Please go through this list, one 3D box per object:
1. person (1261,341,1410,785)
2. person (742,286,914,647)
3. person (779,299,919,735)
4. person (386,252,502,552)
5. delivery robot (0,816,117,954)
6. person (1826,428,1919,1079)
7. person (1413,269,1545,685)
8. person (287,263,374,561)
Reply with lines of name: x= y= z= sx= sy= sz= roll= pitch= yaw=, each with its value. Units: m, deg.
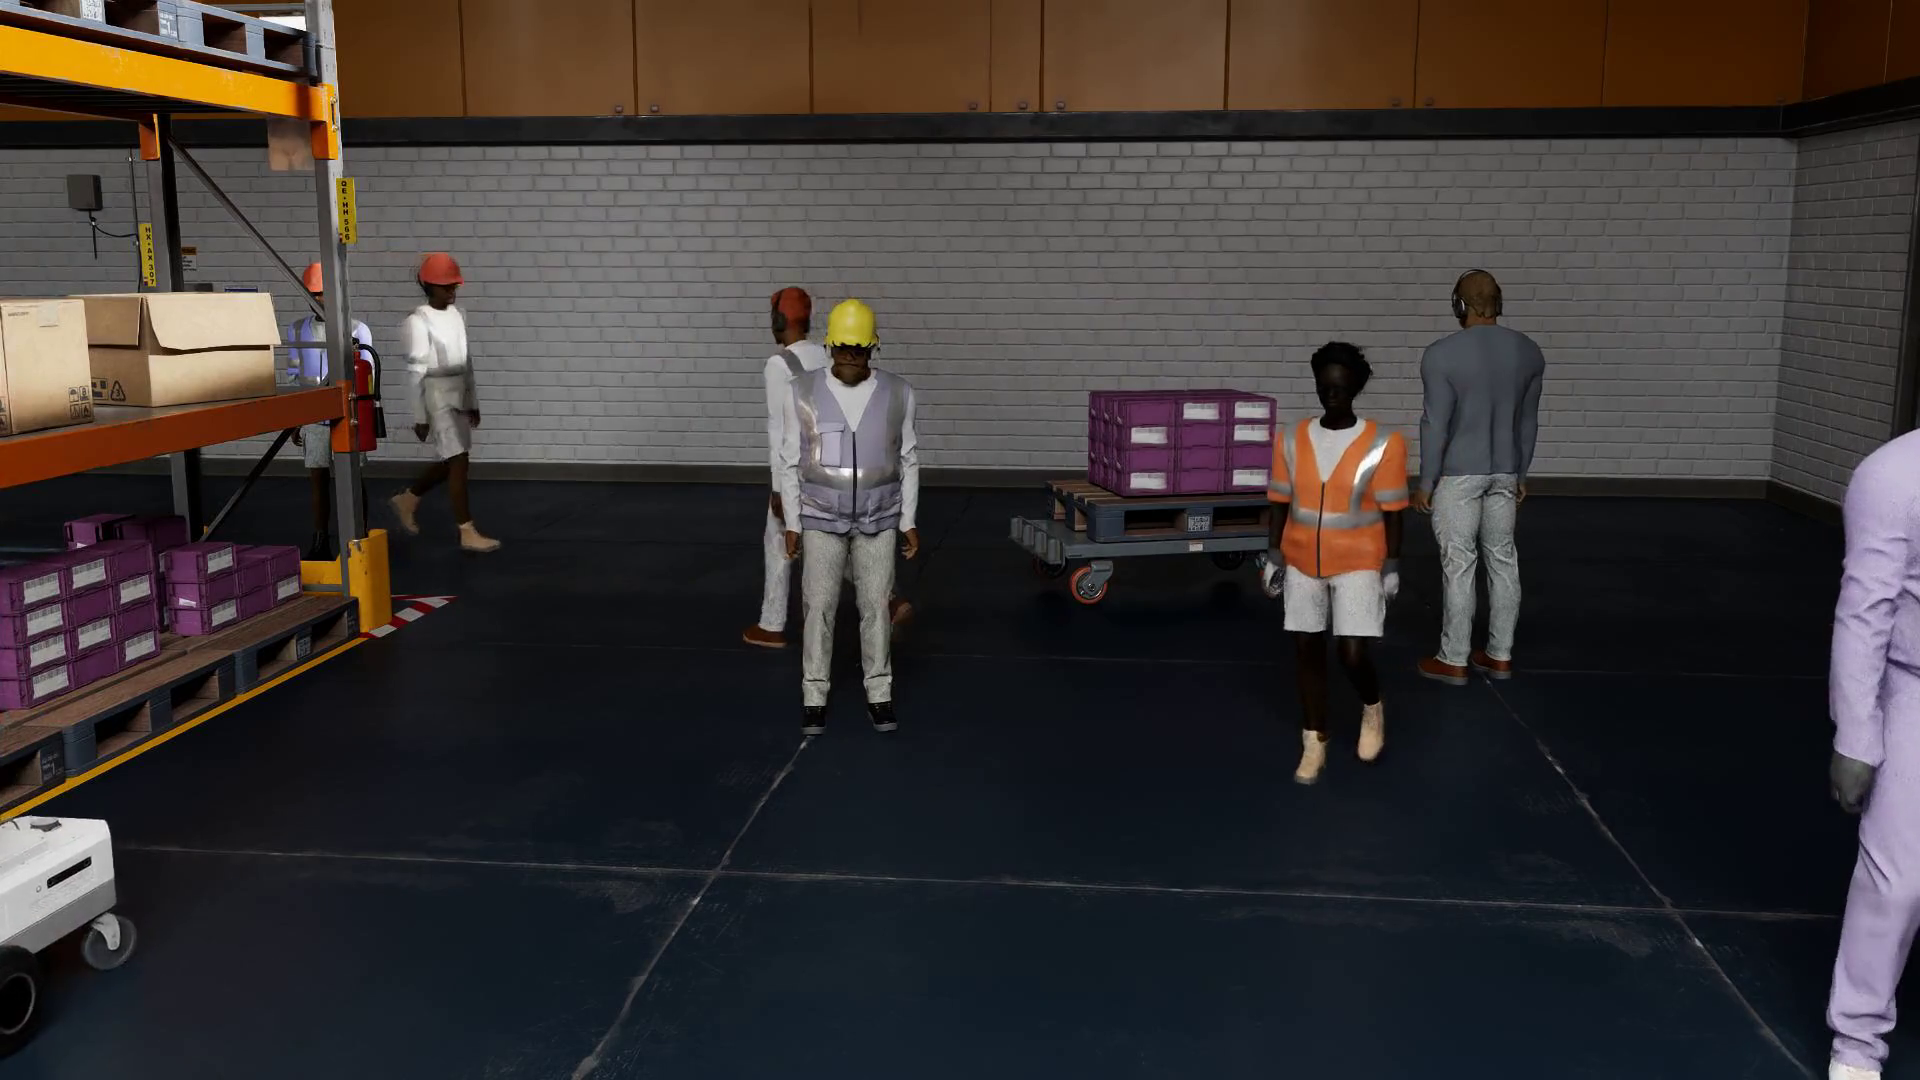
person: x=1.415 y=0.092 z=6.290 sx=0.534 sy=1.685 sz=0.404 roll=6 pitch=12 yaw=33
person: x=-0.704 y=-0.338 z=8.331 sx=0.870 sy=1.848 sz=0.611 roll=6 pitch=12 yaw=31
person: x=-0.455 y=-0.091 z=6.960 sx=0.589 sy=1.822 sz=0.403 roll=-2 pitch=10 yaw=-10
person: x=-3.531 y=-0.908 z=11.135 sx=0.846 sy=2.006 sz=0.660 roll=2 pitch=10 yaw=11
delivery robot: x=-2.585 y=0.942 z=4.400 sx=0.477 sy=0.478 sz=0.707 roll=1 pitch=10 yaw=8
person: x=2.308 y=0.427 z=3.757 sx=0.653 sy=1.906 sz=0.402 roll=0 pitch=10 yaw=3
person: x=2.398 y=-0.286 z=7.762 sx=0.629 sy=1.932 sz=0.379 roll=-3 pitch=10 yaw=-17
person: x=-4.006 y=-0.784 z=10.595 sx=0.545 sy=1.938 sz=0.362 roll=0 pitch=10 yaw=0
